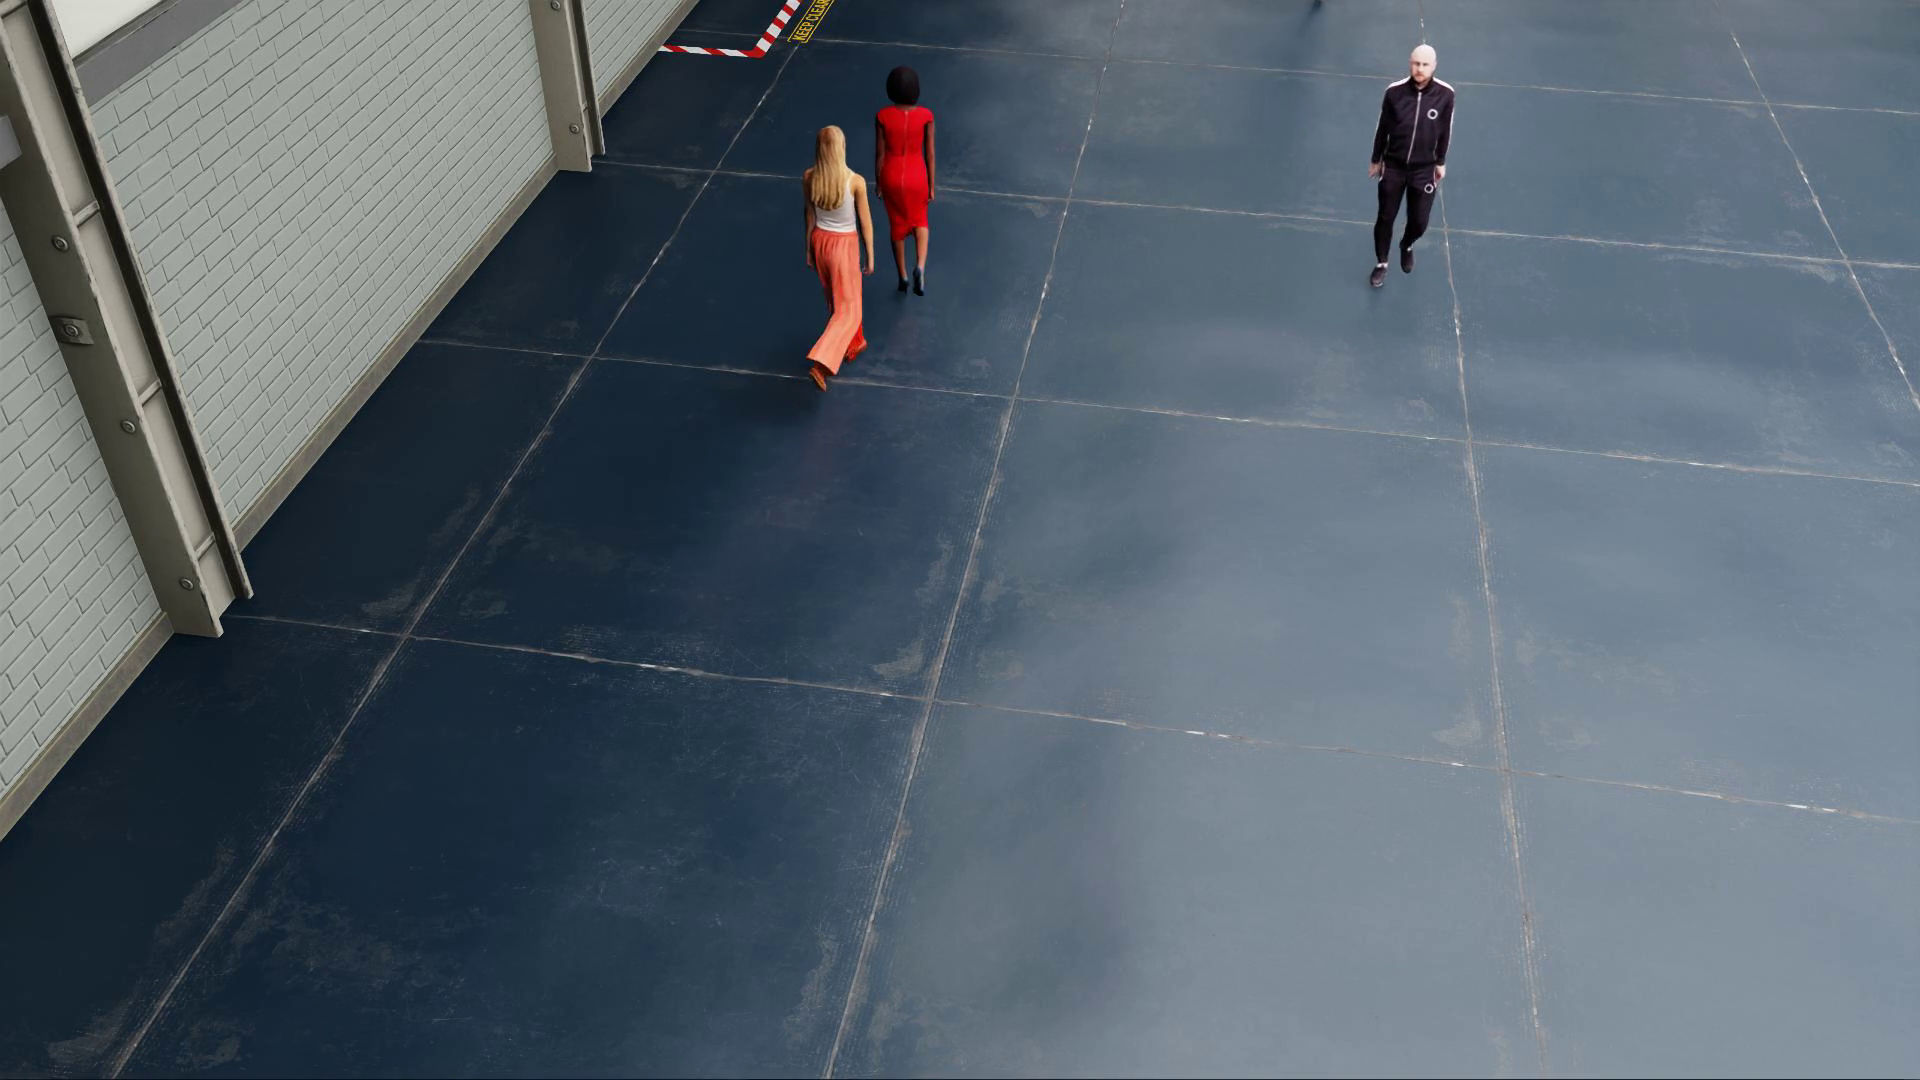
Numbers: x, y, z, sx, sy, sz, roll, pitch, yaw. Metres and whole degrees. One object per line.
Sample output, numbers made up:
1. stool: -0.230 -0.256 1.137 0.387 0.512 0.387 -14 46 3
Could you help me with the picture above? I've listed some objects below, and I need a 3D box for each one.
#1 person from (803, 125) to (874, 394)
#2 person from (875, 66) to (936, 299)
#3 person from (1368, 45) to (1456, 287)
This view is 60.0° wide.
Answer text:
1. person: -0.845 -1.801 10.869 0.806 1.780 1.167 15 40 18
2. person: -0.390 -2.454 11.742 0.677 1.732 0.774 -3 38 -4
3. person: 3.240 -2.717 12.005 0.725 1.822 0.727 10 39 13
